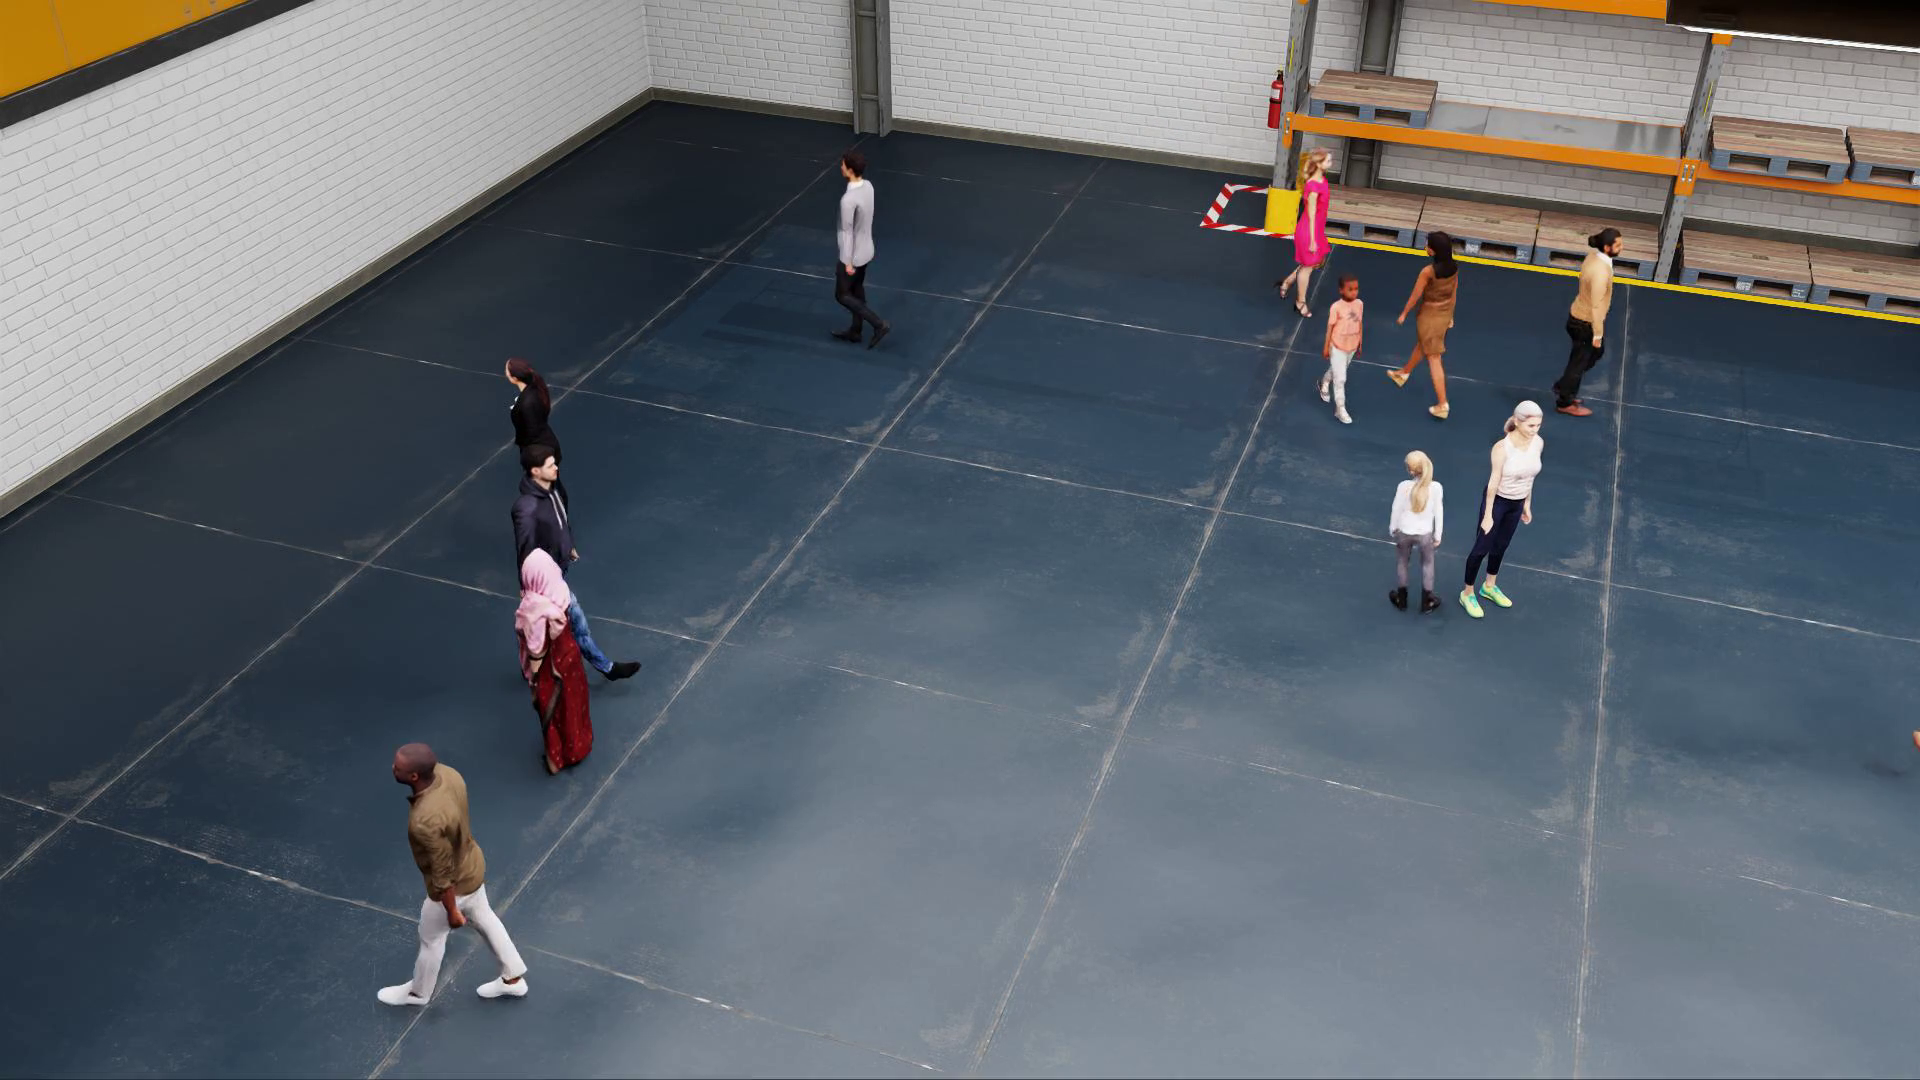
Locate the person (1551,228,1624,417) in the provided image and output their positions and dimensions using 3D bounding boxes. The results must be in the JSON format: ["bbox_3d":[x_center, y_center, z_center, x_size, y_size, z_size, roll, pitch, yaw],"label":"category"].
[{"bbox_3d":[5.337,-1.886,14.345,0.620,1.747,0.695,9,35,13],"label":"person"}]

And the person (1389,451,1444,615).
[{"bbox_3d":[3.308,-0.033,12.004,0.502,1.252,0.696,16,37,22],"label":"person"}]

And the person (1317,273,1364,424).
[{"bbox_3d":[3.314,-1.733,14.520,0.869,1.298,0.886,-11,35,-16],"label":"person"}]

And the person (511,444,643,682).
[{"bbox_3d":[-2.852,0.197,11.117,1.202,1.850,0.938,1,34,1],"label":"person"}]

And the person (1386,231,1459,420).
[{"bbox_3d":[4.135,-1.815,14.343,0.937,1.631,1.119,-22,39,-29],"label":"person"}]

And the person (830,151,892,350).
[{"bbox_3d":[-0.895,-2.654,15.354,0.899,1.909,0.736,12,35,18],"label":"person"}]

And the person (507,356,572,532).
[{"bbox_3d":[-3.163,-0.643,12.553,0.647,1.659,0.663,0,34,1],"label":"person"}]

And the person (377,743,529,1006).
[{"bbox_3d":[-2.595,1.789,8.776,1.170,1.791,0.983,-1,34,-1],"label":"person"}]

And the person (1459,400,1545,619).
[{"bbox_3d":[3.894,-0.253,11.925,0.676,1.707,0.726,-16,37,-23],"label":"person"}]

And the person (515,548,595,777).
[{"bbox_3d":[-2.567,0.737,10.496,0.602,1.639,0.660,9,35,14],"label":"person"}]

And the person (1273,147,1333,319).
[{"bbox_3d":[3.287,-2.961,15.990,0.759,1.716,0.607,14,36,20],"label":"person"}]
